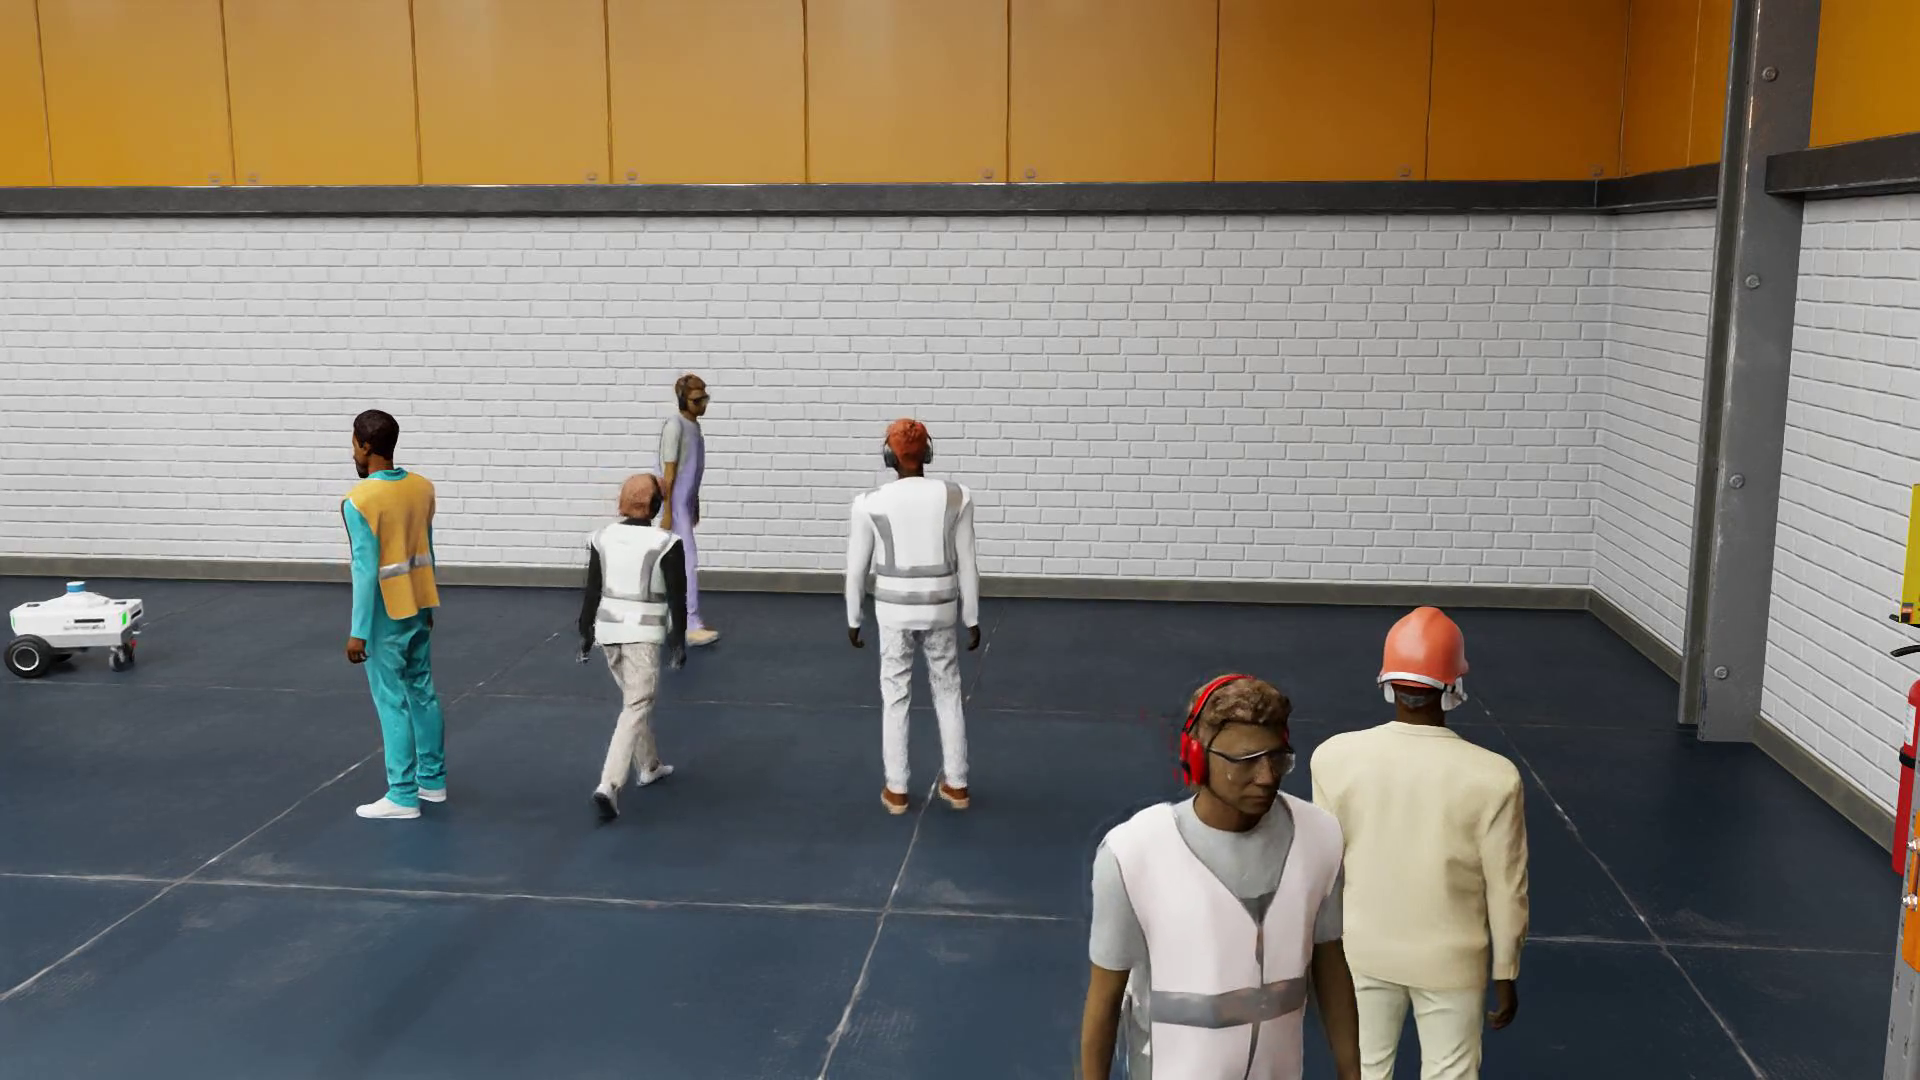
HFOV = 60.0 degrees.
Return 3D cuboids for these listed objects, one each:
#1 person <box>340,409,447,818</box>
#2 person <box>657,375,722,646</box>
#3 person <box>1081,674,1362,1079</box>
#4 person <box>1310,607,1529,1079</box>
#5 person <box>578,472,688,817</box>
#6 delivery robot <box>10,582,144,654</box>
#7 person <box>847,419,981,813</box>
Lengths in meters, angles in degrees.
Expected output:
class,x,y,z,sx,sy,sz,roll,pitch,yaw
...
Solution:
class,x,y,z,sx,sy,sz,roll,pitch,yaw
person,-2.636,0.347,7.776,0.370,1.916,0.597,3,10,15
person,-1.830,-0.200,11.218,0.580,1.820,0.643,1,10,7
person,0.596,1.173,3.350,0.594,1.804,0.907,-5,11,-26
person,1.174,1.038,4.279,0.560,1.756,0.322,6,12,31
person,-1.593,0.482,7.935,0.534,1.597,0.822,4,11,22
delivery robot,-5.558,0.507,10.491,0.707,0.478,0.477,-1,10,-8
person,-0.217,0.362,7.815,0.618,1.873,0.402,-1,10,-7
